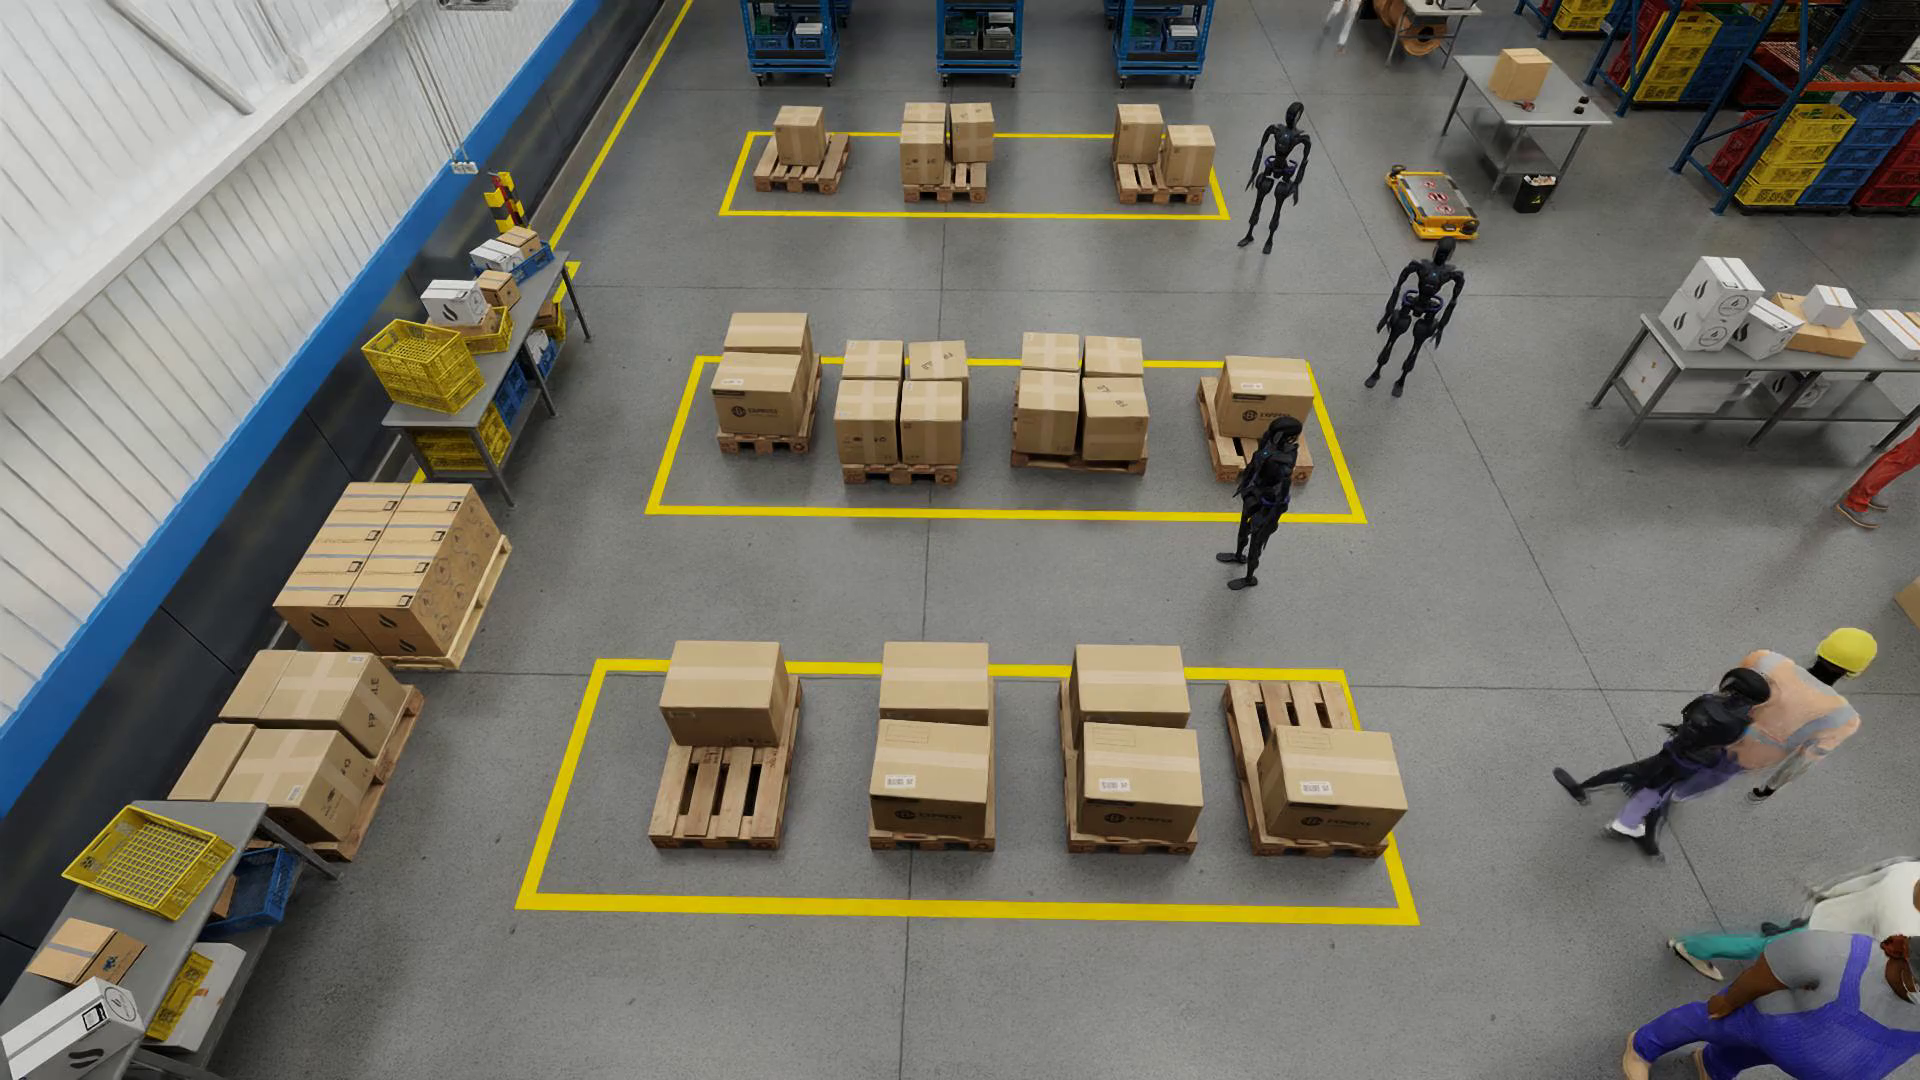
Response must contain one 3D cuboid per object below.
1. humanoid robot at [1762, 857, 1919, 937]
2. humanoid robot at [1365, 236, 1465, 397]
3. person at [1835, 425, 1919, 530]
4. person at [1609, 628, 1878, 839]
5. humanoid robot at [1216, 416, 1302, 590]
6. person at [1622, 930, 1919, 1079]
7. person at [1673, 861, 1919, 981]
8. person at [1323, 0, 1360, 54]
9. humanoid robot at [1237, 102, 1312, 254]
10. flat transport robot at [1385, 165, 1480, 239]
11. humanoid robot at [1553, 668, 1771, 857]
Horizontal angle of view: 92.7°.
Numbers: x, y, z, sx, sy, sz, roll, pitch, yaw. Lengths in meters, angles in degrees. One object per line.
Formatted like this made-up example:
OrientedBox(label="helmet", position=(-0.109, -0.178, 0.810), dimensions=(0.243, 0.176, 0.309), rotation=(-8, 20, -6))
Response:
OrientedBox(label="humanoid robot", position=(5.046, 1.973, 4.892), dimensions=(0.581, 1.652, 0.323), rotation=(14, 50, 11))
OrientedBox(label="humanoid robot", position=(4.156, -2.026, 8.356), dimensions=(0.546, 1.649, 0.344), rotation=(21, 52, 17))
OrientedBox(label="person", position=(7.769, -0.926, 7.194), dimensions=(0.608, 1.995, 0.376), rotation=(-32, 56, -25))
OrientedBox(label="person", position=(4.614, 1.205, 5.426), dimensions=(0.885, 1.884, 0.583), rotation=(-32, 56, -24))
OrientedBox(label="humanoid robot", position=(2.232, -0.268, 6.824), dimensions=(0.313, 1.657, 0.614), rotation=(-5, 49, -4))
OrientedBox(label="person", position=(3.992, 2.329, 4.347), dimensions=(0.674, 2.000, 0.536), rotation=(15, 51, 12))
OrientedBox(label="person", position=(4.649, 2.097, 4.756), dimensions=(0.527, 1.717, 0.877), rotation=(-37, 59, -28))
OrientedBox(label="person", position=(5.885, -8.379, 13.732), dimensions=(0.583, 1.859, 0.685), rotation=(4, 49, 3))
OrientedBox(label="humanoid robot", position=(3.444, -3.929, 9.993), dimensions=(0.599, 1.657, 0.331), rotation=(26, 54, 21))
OrientedBox(label="flat transport robot", position=(5.692, -4.094, 11.059), dimensions=(0.652, 0.197, 1.431), rotation=(1, 49, 1))
OrientedBox(label="humanoid robot", position=(4.306, 1.304, 5.500), dimensions=(0.597, 1.628, 0.710), rotation=(-16, 51, -13))
